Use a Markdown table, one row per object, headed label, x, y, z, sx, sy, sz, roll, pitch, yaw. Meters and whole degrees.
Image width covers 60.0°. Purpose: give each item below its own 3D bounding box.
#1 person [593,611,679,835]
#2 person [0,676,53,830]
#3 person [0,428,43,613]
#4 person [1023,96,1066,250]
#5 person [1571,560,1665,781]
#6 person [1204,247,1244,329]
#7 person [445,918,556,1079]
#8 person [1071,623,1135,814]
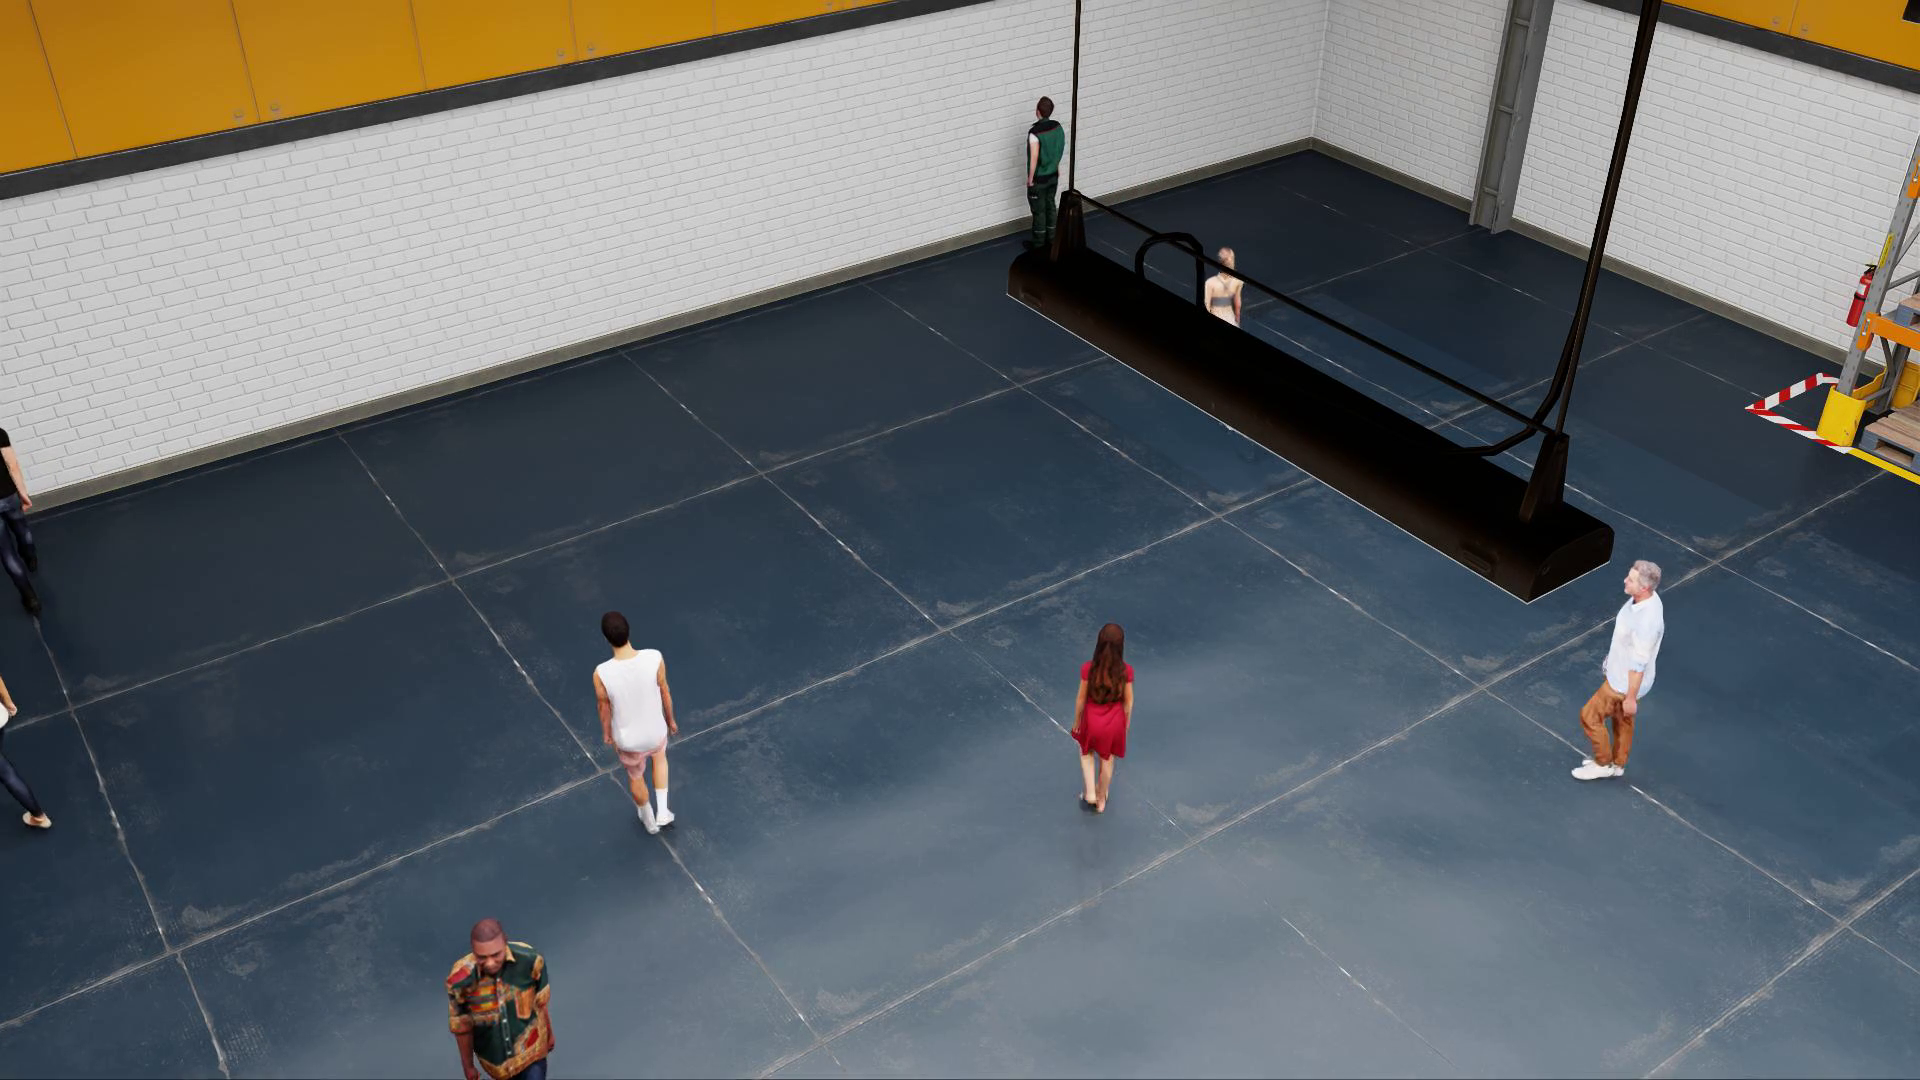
| label | x | y | z | sx | sy | sz | roll | pitch | yaw |
| --- | --- | --- | --- | --- | --- | --- | --- | --- | --- |
| person | -2.126 | 1.298 | 11.044 | 0.752 | 1.768 | 0.783 | -10 | 35 | -15 |
| person | -6.474 | 1.259 | 11.116 | 1.140 | 1.752 | 0.967 | 14 | 36 | 20 |
| person | -7.716 | -0.266 | 13.329 | 0.738 | 1.842 | 1.192 | -26 | 41 | -33 |
| person | 0.966 | -4.255 | 19.330 | 0.656 | 1.842 | 0.605 | -26 | 42 | -34 |
| person | 4.718 | 0.949 | 11.529 | 0.869 | 1.812 | 0.833 | 10 | 35 | 15 |
| person | 2.537 | -1.979 | 16.060 | 0.890 | 1.671 | 1.176 | -6 | 34 | -8 |
| person | -2.447 | 2.652 | 8.994 | 0.905 | 1.782 | 1.248 | -11 | 35 | -15 |
| person | 0.969 | 1.263 | 11.301 | 0.713 | 1.541 | 0.776 | 0 | 34 | 1 |
